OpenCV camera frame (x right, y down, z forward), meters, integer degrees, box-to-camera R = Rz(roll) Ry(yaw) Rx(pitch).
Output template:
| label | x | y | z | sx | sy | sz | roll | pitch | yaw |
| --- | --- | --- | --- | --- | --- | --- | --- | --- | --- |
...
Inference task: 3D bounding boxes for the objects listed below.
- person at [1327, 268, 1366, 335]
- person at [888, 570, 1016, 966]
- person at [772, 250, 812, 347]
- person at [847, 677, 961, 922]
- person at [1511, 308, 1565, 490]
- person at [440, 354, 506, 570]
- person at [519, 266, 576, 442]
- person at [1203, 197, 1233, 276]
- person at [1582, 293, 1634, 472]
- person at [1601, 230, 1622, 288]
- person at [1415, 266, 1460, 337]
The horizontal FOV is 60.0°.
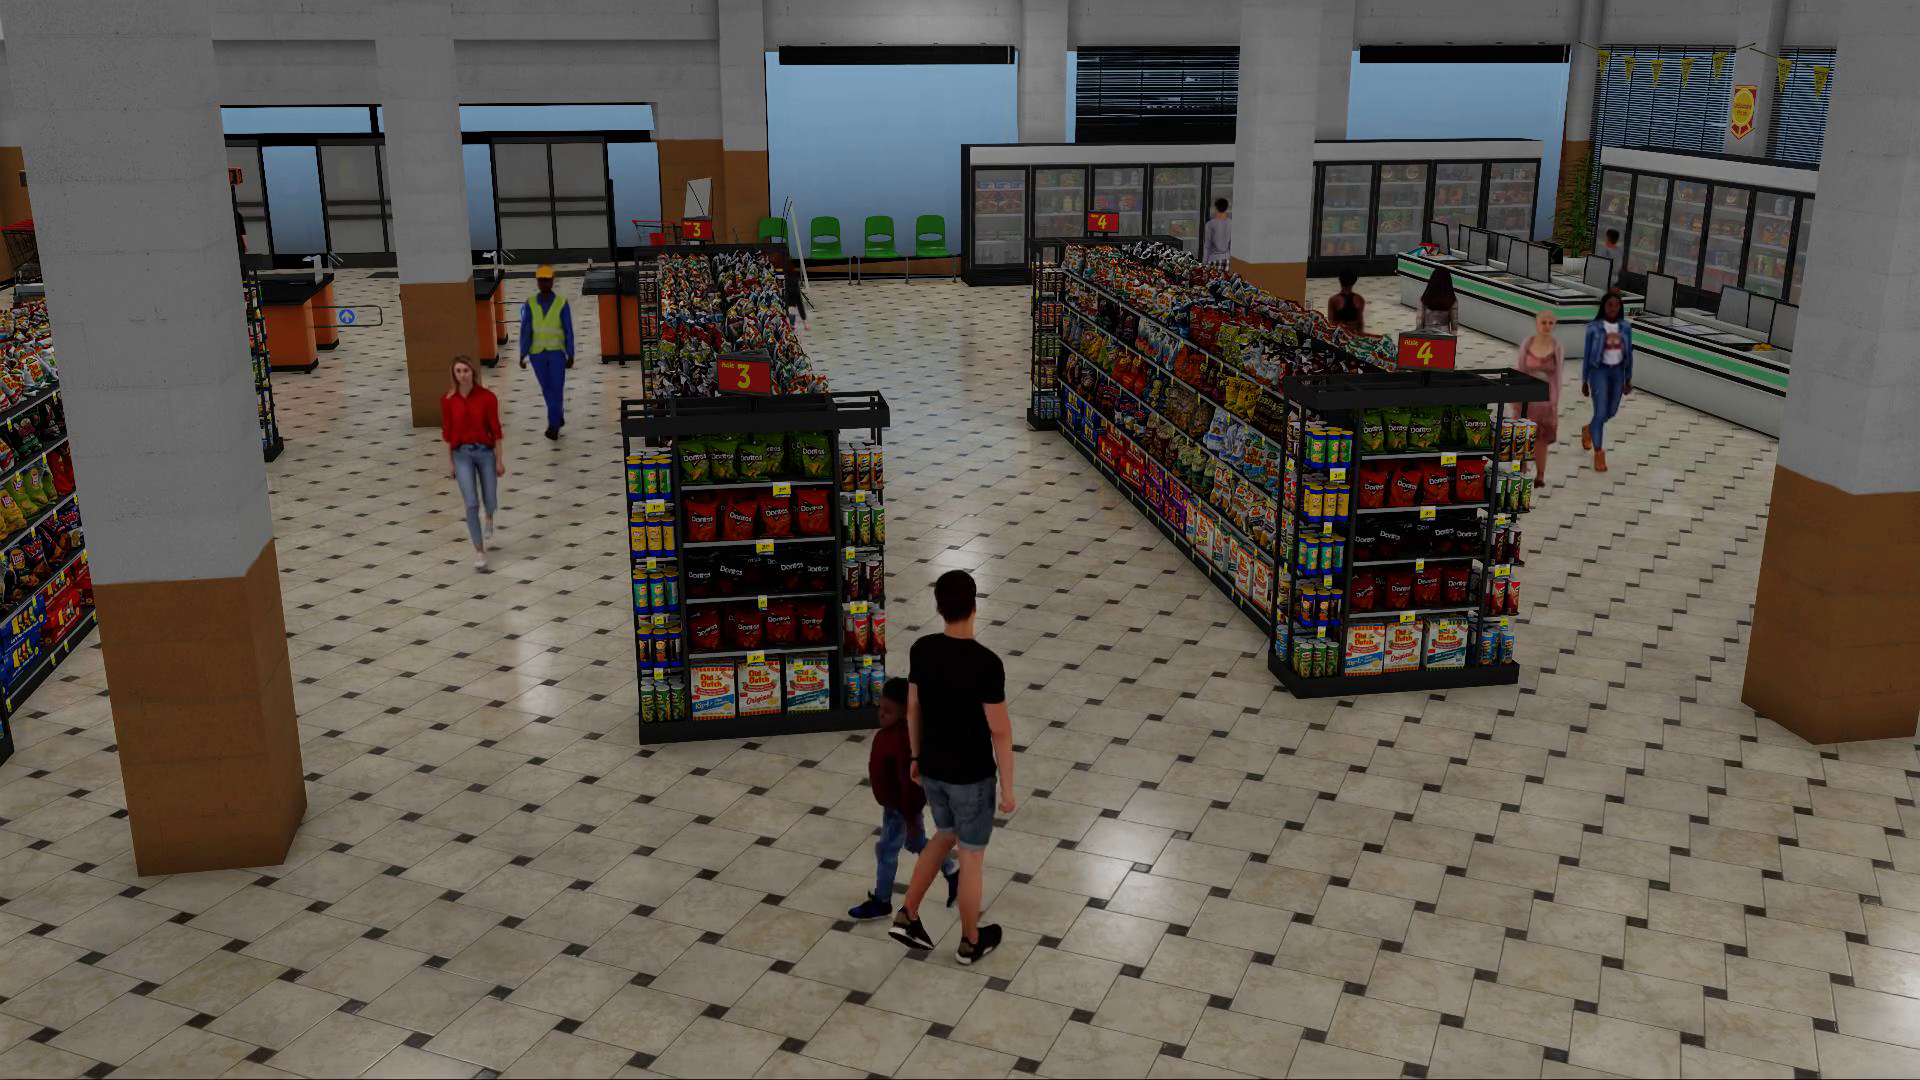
| label | x | y | z | sx | sy | sz | roll | pitch | yaw |
| --- | --- | --- | --- | --- | --- | --- | --- | --- | --- |
| person | 4.176 | -2.074 | 17.929 | 0.638 | 1.686 | 0.823 | -3 | 17 | -10 |
| person | -0.083 | 1.050 | 7.380 | 0.963 | 1.836 | 1.015 | 14 | 22 | 39 |
| person | -2.071 | -2.459 | 19.085 | 1.110 | 1.750 | 1.235 | -14 | 22 | -39 |
| person | -0.211 | 1.227 | 7.848 | 0.618 | 1.227 | 0.793 | 0 | 17 | -1 |
| person | 5.339 | -1.322 | 15.502 | 0.868 | 1.657 | 1.103 | 4 | 17 | 14 |
| person | -3.844 | -0.646 | 13.224 | 0.629 | 1.686 | 0.982 | -3 | 17 | -10 |
| person | -4.277 | -1.947 | 17.367 | 0.874 | 1.769 | 1.238 | 1 | 17 | 4 |
| person | 3.748 | -4.026 | 24.080 | 0.663 | 1.847 | 0.591 | -6 | 18 | -20 |
| person | 6.283 | -1.568 | 16.257 | 0.733 | 1.689 | 1.136 | 0 | 17 | 0 |
| person | 9.428 | -3.809 | 24.065 | 0.590 | 1.441 | 0.935 | -4 | 17 | -13 |
| person | 5.058 | -2.043 | 17.724 | 0.656 | 1.746 | 0.617 | 3 | 17 | 9 |
